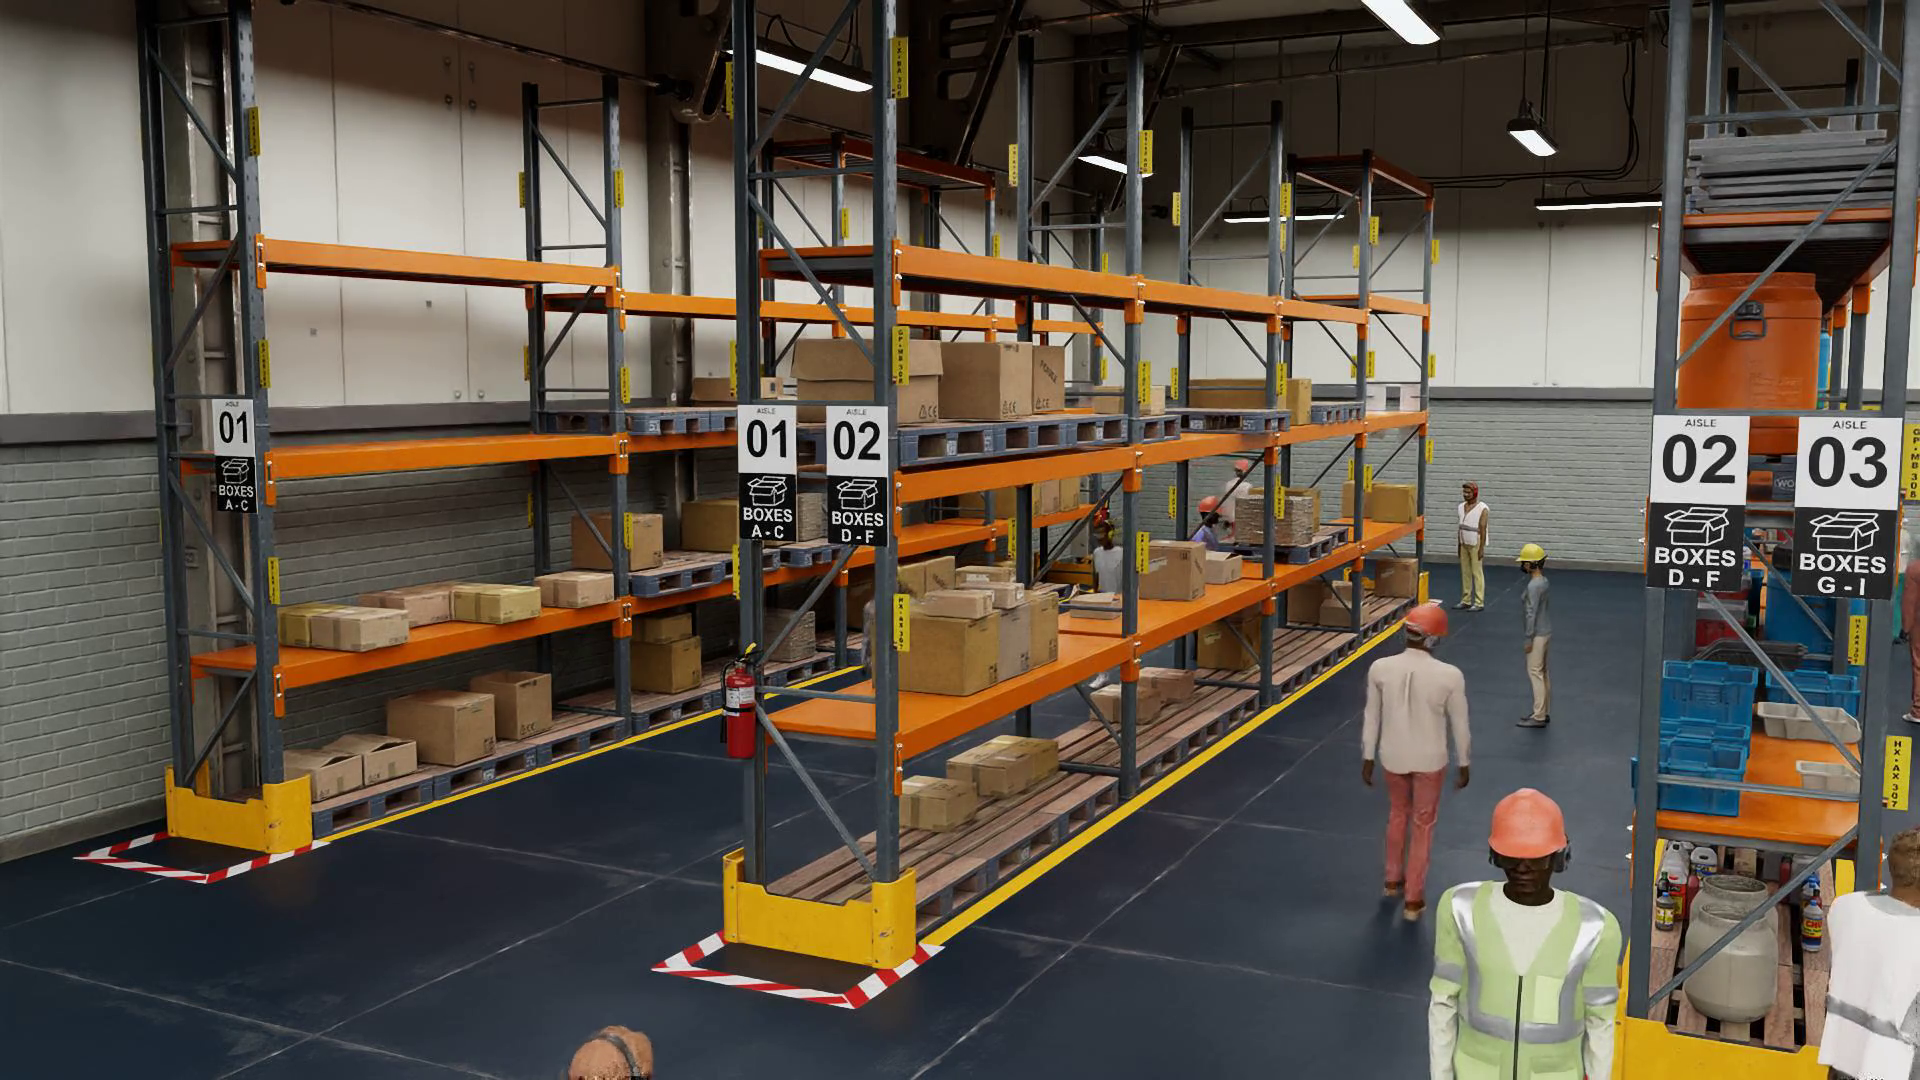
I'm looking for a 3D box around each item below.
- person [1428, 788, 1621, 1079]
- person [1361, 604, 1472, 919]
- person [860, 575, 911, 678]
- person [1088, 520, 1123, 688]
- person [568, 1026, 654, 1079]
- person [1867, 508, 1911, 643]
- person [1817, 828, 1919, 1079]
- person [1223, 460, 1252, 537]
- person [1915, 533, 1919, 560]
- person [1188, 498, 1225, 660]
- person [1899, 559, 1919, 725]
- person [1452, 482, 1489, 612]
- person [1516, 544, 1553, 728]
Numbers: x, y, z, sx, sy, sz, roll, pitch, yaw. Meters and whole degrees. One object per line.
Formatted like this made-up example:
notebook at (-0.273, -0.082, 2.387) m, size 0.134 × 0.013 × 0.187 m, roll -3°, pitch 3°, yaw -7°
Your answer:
person at (1.880, 1.838, 5.600) m, size 0.605 × 2.045 × 0.381 m, roll 2°, pitch 6°, yaw 21°
person at (2.936, 1.367, 10.557) m, size 0.652 × 1.961 × 0.708 m, roll 4°, pitch 7°, yaw 34°
person at (-0.640, 1.080, 14.506) m, size 0.509 × 1.720 × 0.617 m, roll 2°, pitch 6°, yaw 20°
person at (1.614, 0.698, 17.703) m, size 0.496 × 1.837 × 0.507 m, roll -6°, pitch 8°, yaw -44°
person at (-1.020, 2.153, 4.572) m, size 0.515 × 1.618 × 0.699 m, roll 3°, pitch 7°, yaw 29°
person at (11.637, 0.433, 20.782) m, size 0.615 × 1.723 × 0.448 m, roll -2°, pitch 6°, yaw -22°
person at (3.280, 1.916, 5.865) m, size 0.418 × 1.835 × 0.579 m, roll -2°, pitch 6°, yaw -18°
person at (4.661, -0.328, 27.118) m, size 0.986 × 1.947 × 0.641 m, roll -3°, pitch 6°, yaw -24°
person at (12.149, 0.451, 20.619) m, size 0.375 × 1.730 × 0.586 m, roll -5°, pitch 8°, yaw -39°
person at (2.903, 0.473, 19.576) m, size 0.494 × 1.935 × 0.569 m, roll 2°, pitch 6°, yaw 21°
person at (9.401, 0.834, 16.026) m, size 0.655 × 1.905 × 0.407 m, roll 1°, pitch 6°, yaw 10°
person at (7.259, 0.097, 23.550) m, size 0.389 × 1.836 × 0.560 m, roll -2°, pitch 6°, yaw -22°
person at (5.501, 0.915, 15.976) m, size 0.349 × 1.758 × 0.521 m, roll 3°, pitch 7°, yaw 28°
